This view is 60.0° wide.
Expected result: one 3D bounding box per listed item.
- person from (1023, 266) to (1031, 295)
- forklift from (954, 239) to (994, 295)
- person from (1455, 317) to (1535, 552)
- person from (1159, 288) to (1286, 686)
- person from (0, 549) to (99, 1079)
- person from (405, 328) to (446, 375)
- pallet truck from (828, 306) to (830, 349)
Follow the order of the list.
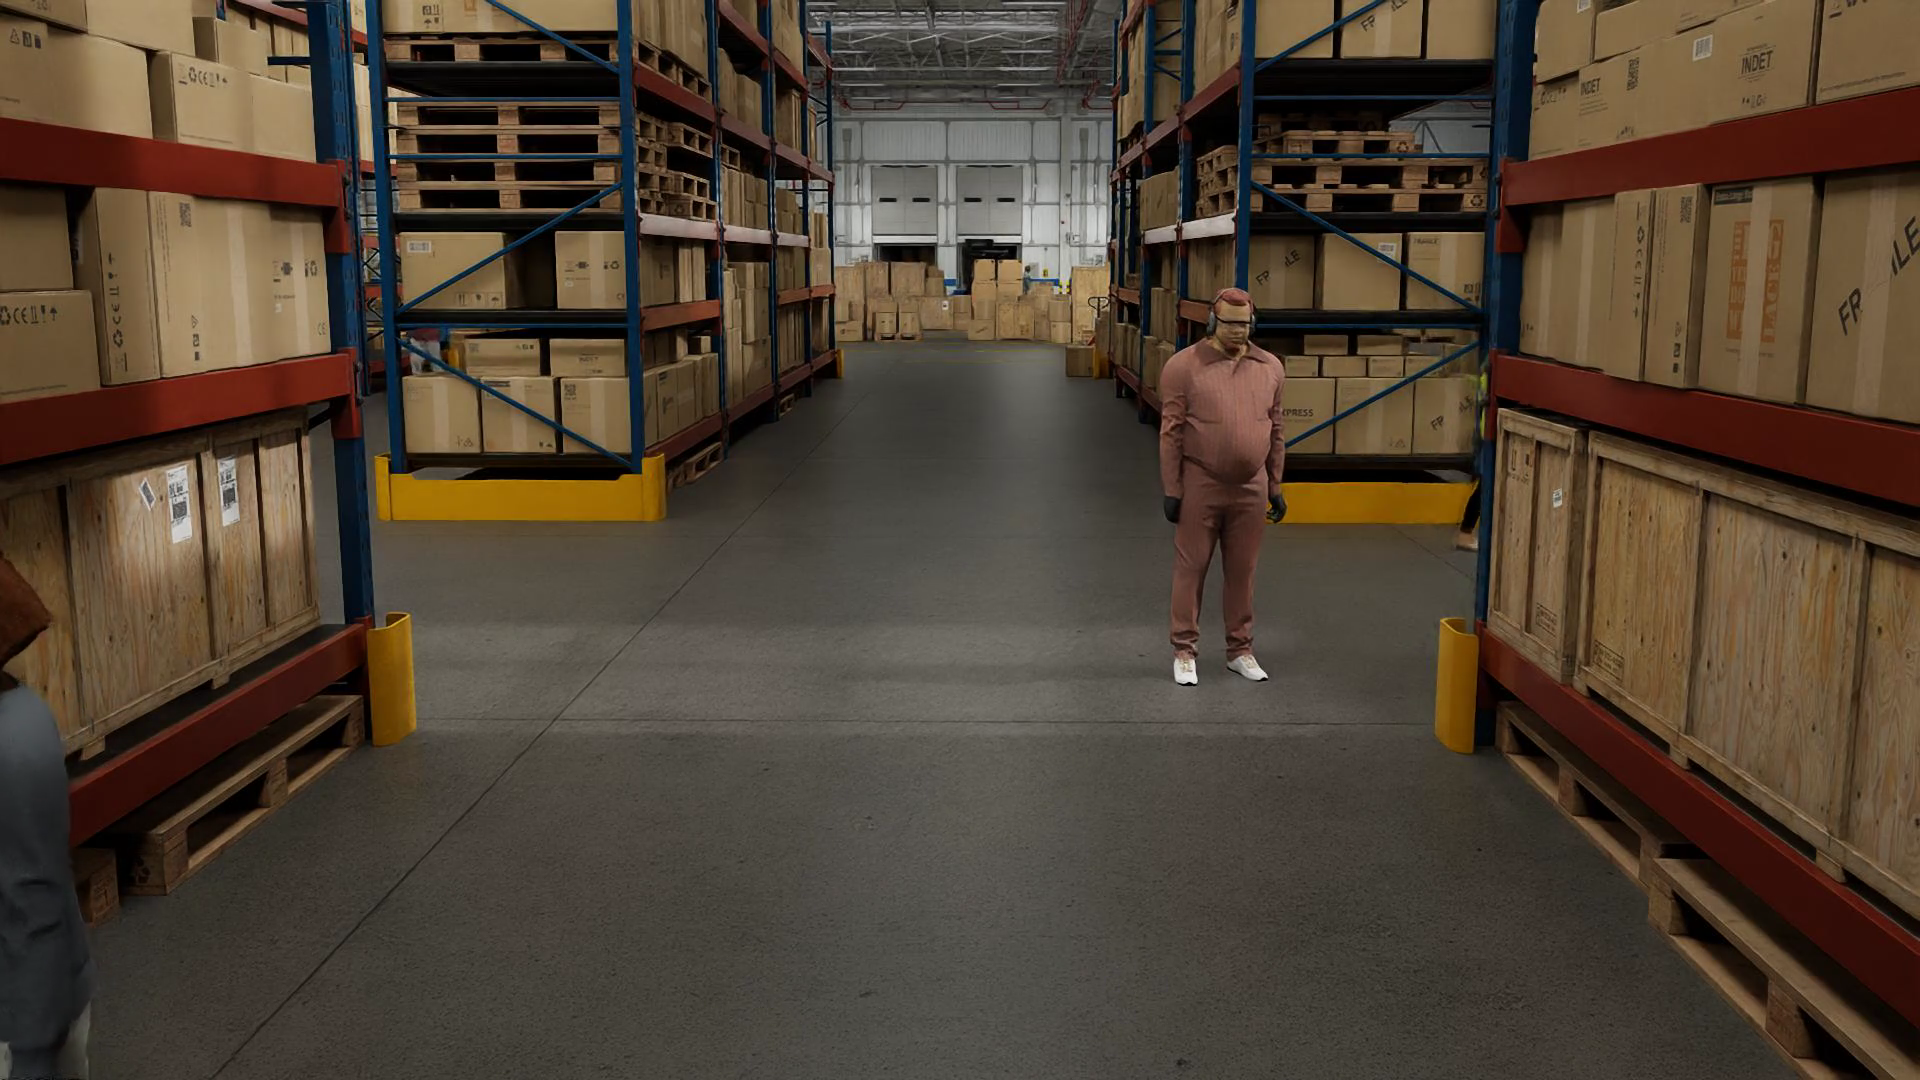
[{"bbox_3d":[2.375,-8.928,59.903,0.363,1.925,0.641,-2,10,-13],"label":"person"},{"bbox_3d":[0.663,-8.876,56.731,1.129,2.768,1.873,-5,11,-29],"label":"forklift"},{"bbox_3d":[3.875,-0.733,11.616,0.873,1.651,0.541,-1,9,-3],"label":"person"},{"bbox_3d":[1.274,-0.251,7.998,0.638,1.902,0.407,-2,10,-13],"label":"person"},{"bbox_3d":[-1.558,0.773,2.680,0.504,1.628,0.287,9,13,44],"label":"person"},{"bbox_3d":[-7.866,-2.938,24.398,0.657,1.792,0.941,0,9,0],"label":"person"},{"bbox_3d":[-3.100,-3.940,29.800,1.885,1.965,0.823,3,10,19],"label":"pallet truck"}]
